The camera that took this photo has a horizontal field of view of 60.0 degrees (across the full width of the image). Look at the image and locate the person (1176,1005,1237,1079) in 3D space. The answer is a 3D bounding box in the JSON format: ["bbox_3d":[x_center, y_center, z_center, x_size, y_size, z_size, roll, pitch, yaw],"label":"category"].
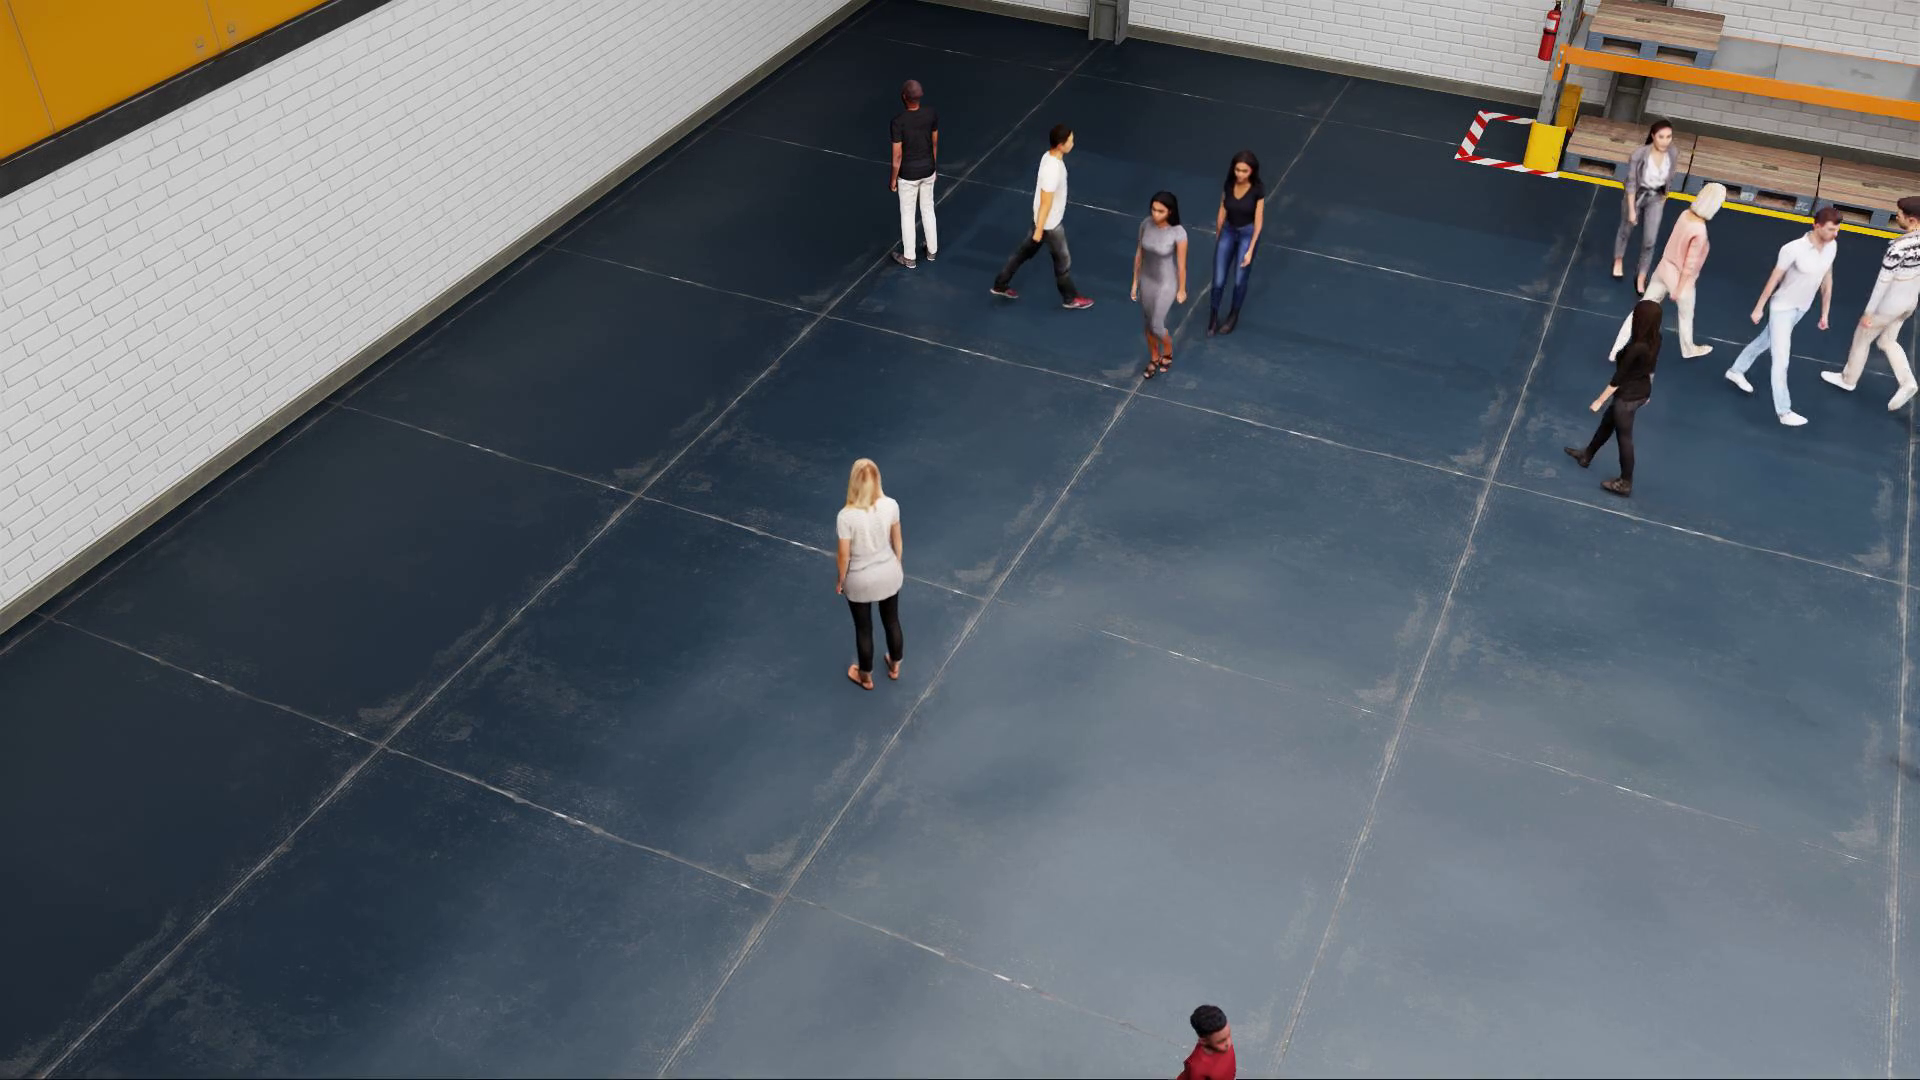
[{"bbox_3d":[1.123,2.693,8.198,0.887,1.230,0.597,23,44,26],"label":"person"}]

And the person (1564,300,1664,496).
[{"bbox_3d":[5.127,-1.038,12.550,0.785,1.628,0.975,-30,47,-32],"label":"person"}]

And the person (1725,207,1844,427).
[{"bbox_3d":[6.645,-1.900,13.496,1.191,1.795,1.273,-14,41,-16],"label":"person"}]

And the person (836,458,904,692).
[{"bbox_3d":[-0.568,0.241,10.790,0.685,1.827,0.724,-17,41,-20],"label":"person"}]

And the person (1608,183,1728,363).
[{"bbox_3d":[5.914,-2.174,13.946,1.223,1.662,1.036,-7,39,-9],"label":"person"}]

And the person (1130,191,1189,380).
[{"bbox_3d":[1.695,-2.140,13.821,0.636,1.764,0.710,27,46,30],"label":"person"}]

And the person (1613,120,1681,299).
[{"bbox_3d":[6.161,-3.085,15.099,0.884,1.646,0.864,0,39,0],"label":"person"}]

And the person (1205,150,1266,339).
[{"bbox_3d":[2.458,-2.603,14.434,0.621,1.723,0.641,19,42,22],"label":"person"}]

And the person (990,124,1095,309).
[{"bbox_3d":[0.678,-2.821,14.682,1.282,1.754,1.018,-1,39,-1],"label":"person"}]

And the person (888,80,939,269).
[{"bbox_3d":[-0.411,-3.378,15.339,0.761,1.805,0.777,-22,44,-26],"label":"person"}]

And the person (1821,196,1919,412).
[{"bbox_3d":[7.601,-1.870,13.437,1.079,1.820,1.167,-15,41,-18],"label":"person"}]
